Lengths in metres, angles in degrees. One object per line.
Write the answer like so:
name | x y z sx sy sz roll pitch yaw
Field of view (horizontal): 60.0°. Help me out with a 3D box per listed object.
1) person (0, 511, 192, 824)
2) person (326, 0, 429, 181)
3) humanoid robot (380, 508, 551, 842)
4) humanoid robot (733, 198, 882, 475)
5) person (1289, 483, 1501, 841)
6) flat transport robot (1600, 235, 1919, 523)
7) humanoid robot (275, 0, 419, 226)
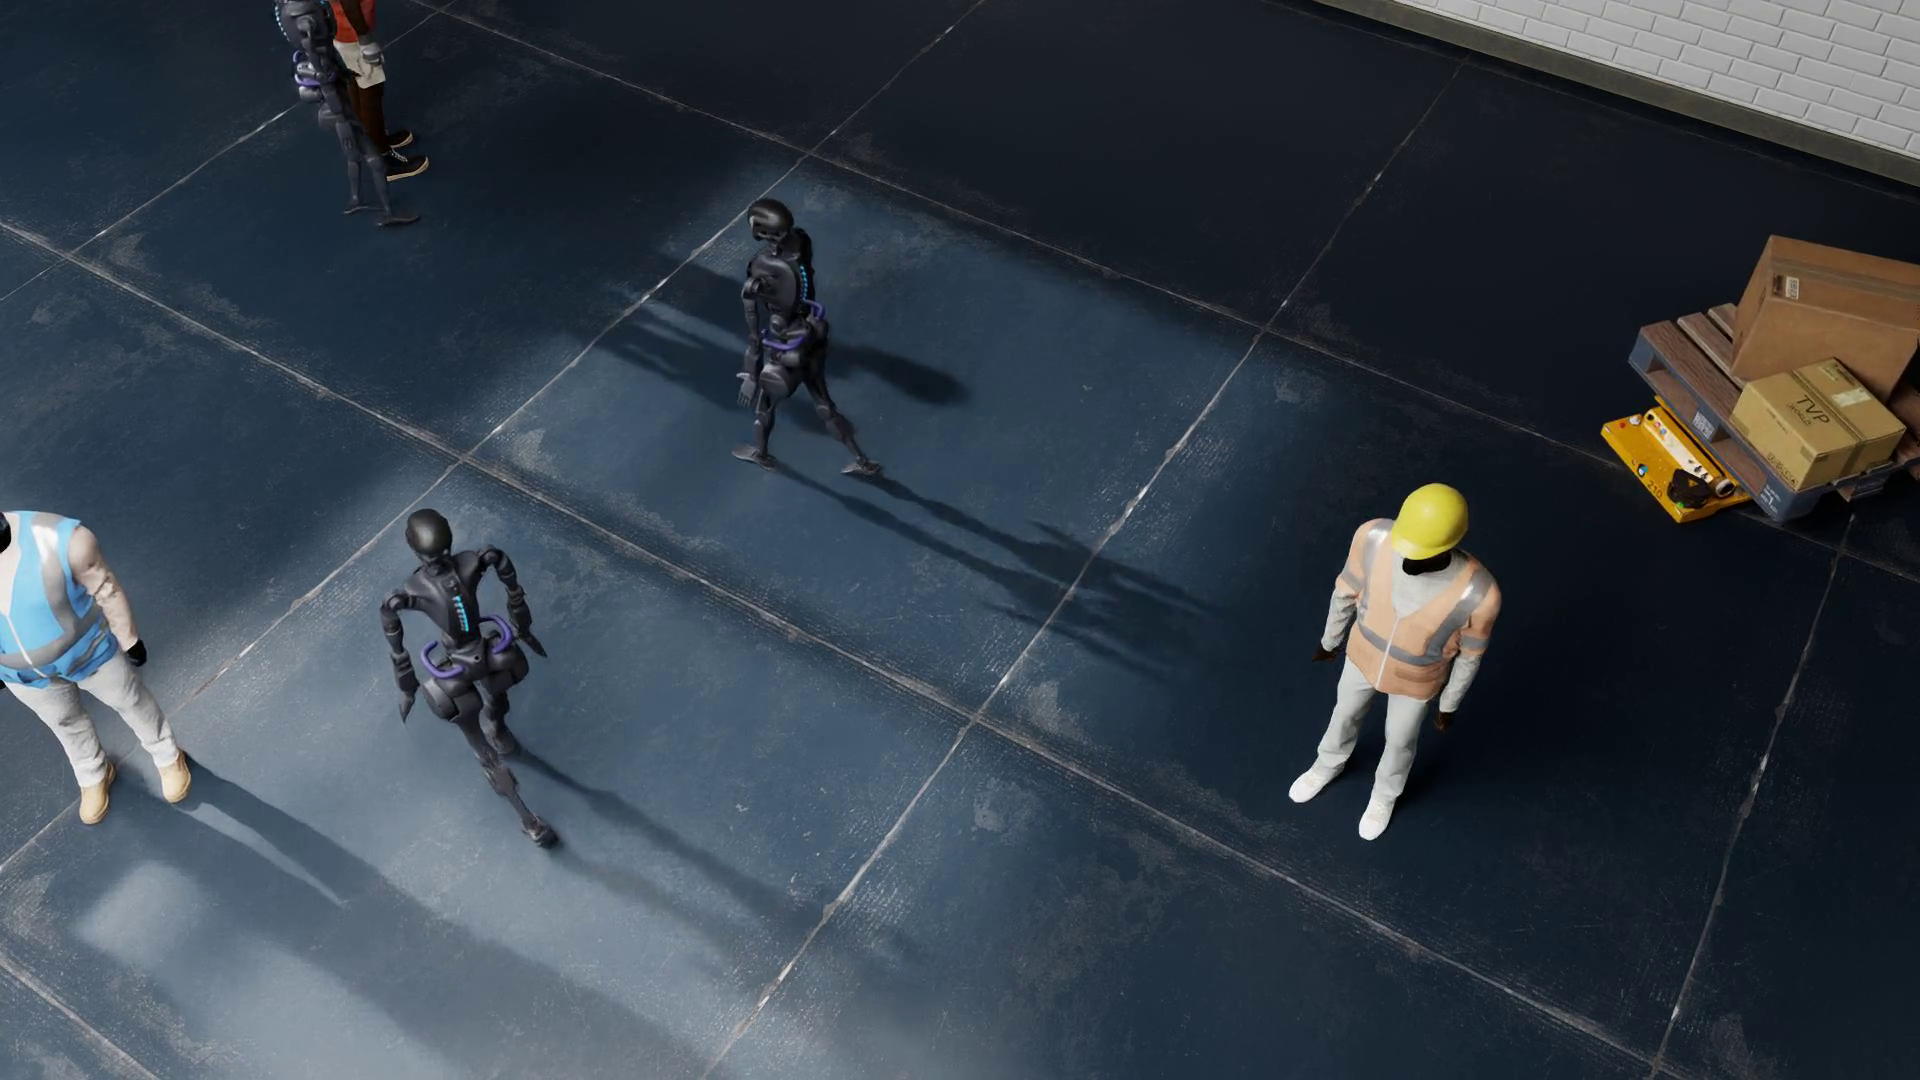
person | -3.468 0.431 6.394 0.623 1.844 0.431 -12 50 -10
person | -3.389 -2.910 9.240 0.370 1.958 0.603 -24 53 -19
humanoid robot | -1.889 0.513 6.473 0.612 1.652 0.758 -31 56 -24
humanoid robot | -0.765 -0.881 7.683 0.766 1.638 0.593 21 52 17
person | 1.636 0.470 6.306 0.596 1.924 0.380 31 56 24
flat transport robot | 4.006 -0.539 8.287 1.431 0.231 0.659 -15 51 -13
humanoid robot | -3.346 -2.458 9.029 0.446 1.652 0.608 -13 50 -11
